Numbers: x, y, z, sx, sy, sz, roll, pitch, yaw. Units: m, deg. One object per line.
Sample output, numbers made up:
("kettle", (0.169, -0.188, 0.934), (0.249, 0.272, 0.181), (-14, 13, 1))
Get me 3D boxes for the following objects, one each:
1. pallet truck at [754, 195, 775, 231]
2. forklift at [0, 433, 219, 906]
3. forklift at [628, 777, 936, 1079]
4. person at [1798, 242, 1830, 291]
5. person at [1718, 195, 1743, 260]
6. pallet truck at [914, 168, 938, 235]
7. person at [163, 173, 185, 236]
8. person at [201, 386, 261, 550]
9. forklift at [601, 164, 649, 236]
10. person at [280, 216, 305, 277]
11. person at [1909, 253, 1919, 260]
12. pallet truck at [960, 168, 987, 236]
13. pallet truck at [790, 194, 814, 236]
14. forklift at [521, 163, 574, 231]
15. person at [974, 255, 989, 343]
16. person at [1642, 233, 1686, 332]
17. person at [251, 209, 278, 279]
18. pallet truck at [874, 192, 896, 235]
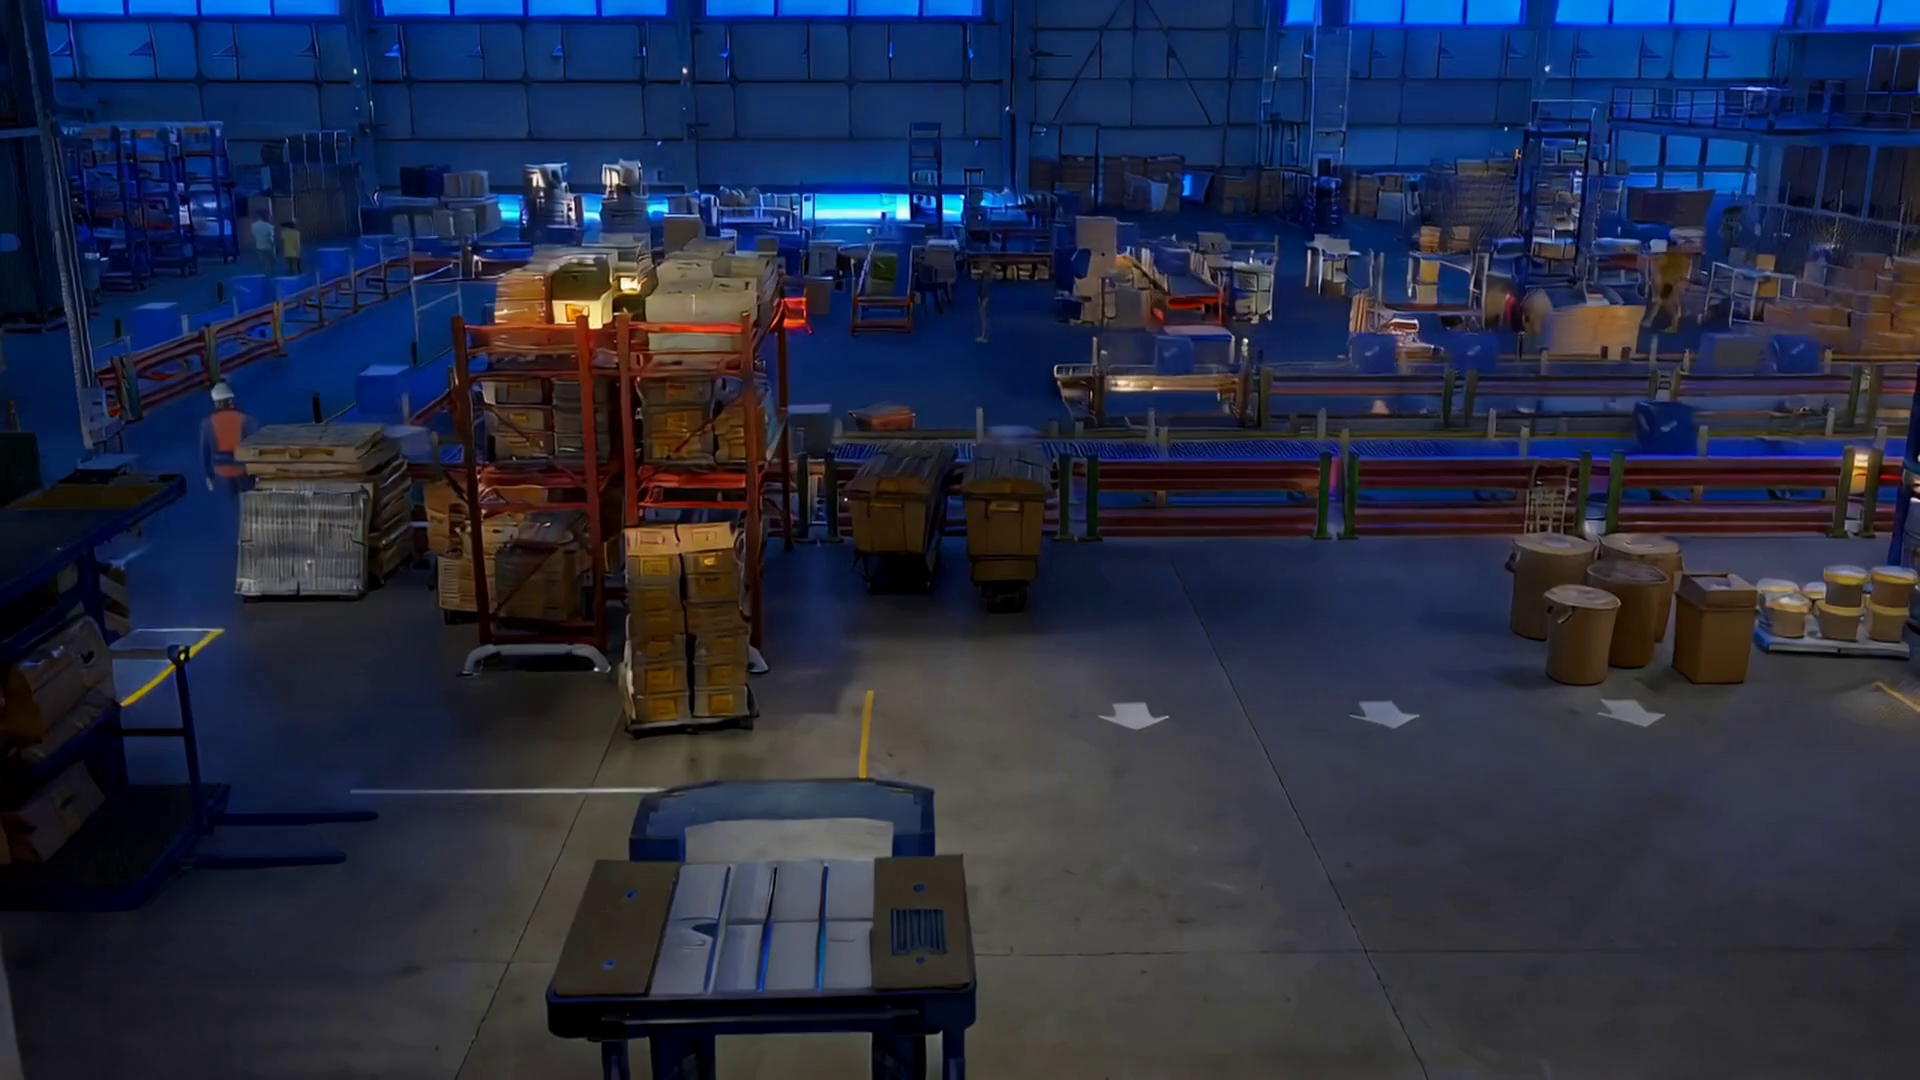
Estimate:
("pallet truck", (-6.051, -9.967, 50.660), (0.680, 1.201, 1.601), (0, 16, -1))
("forklift", (-5.952, 0.780, 10.366), (1.873, 2.768, 1.129), (0, 16, -1))
("forklift", (-0.542, 2.165, 5.552), (1.129, 2.768, 1.873), (-1, 16, -2))
("person", (15.250, -4.340, 29.782), (0.428, 1.982, 0.630), (-4, 17, -14))
("person", (20.026, -8.109, 43.332), (0.515, 1.702, 0.837), (0, 16, -1))
("pallet truck", (-0.989, -10.316, 50.507), (0.823, 1.965, 1.885), (1, 16, 3))
("person", (-22.803, -9.686, 48.322), (0.613, 1.994, 0.382), (1, 16, 5))
("person", (-7.686, -0.764, 17.726), (0.615, 1.762, 0.967), (-3, 16, -11))
("forklift", (-9.948, -10.127, 49.296), (1.157, 1.987, 2.680), (-1, 16, -3))
("person", (-15.001, -6.424, 37.464), (0.541, 1.707, 0.942), (2, 16, 6))
("person", (18.557, -4.886, 31.996), (0.628, 1.785, 0.915), (-5, 17, -18))
("pallet truck", (0.383, -10.230, 50.206), (0.823, 1.965, 1.885), (-1, 16, -3))
("pallet truck", (-4.814, -9.883, 50.259), (0.704, 1.261, 1.522), (-1, 16, -3))
("forklift", (-12.233, -10.122, 49.298), (1.157, 1.987, 2.680), (0, 16, -1))
("person", (0.394, -4.464, 30.832), (0.283, 1.624, 0.494), (-1, 16, -5))
("person", (13.694, -4.991, 32.248), (0.638, 1.854, 1.015), (-6, 17, -20))
("person", (-15.897, -6.617, 37.949), (0.571, 1.831, 0.653), (3, 16, 11))
("pallet truck", (-2.277, -9.986, 50.594), (0.653, 1.274, 1.630), (0, 16, -1))
